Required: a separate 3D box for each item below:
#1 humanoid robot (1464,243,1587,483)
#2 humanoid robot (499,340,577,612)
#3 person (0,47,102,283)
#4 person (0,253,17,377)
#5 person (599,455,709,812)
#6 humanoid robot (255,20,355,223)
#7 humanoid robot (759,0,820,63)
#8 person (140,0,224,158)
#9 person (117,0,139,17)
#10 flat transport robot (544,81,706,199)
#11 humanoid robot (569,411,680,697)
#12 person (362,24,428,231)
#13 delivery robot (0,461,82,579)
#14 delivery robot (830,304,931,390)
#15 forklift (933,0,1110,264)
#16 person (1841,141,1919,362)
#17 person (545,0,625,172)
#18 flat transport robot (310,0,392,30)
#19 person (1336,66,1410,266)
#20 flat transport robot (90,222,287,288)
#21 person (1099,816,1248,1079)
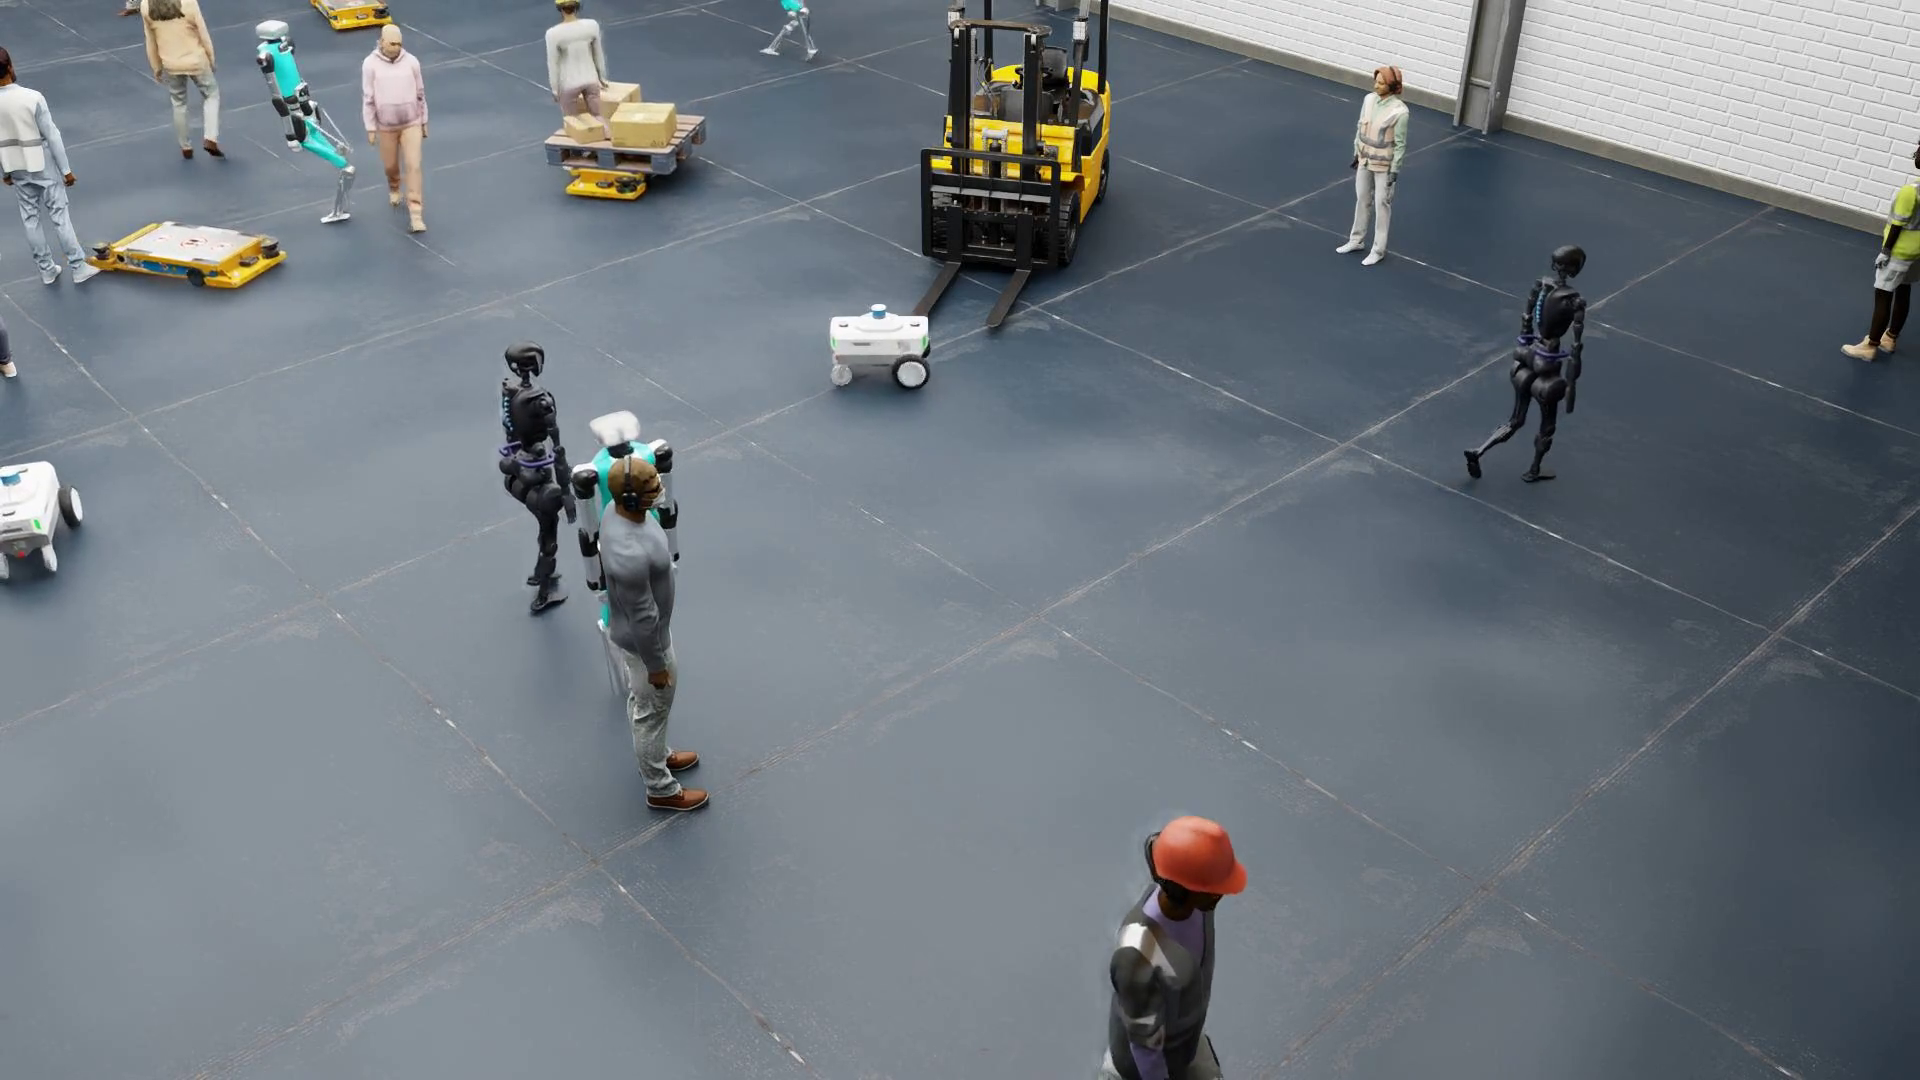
[{"bbox_3d":[3.640,-1.083,10.559,0.641,1.629,0.583,-12,35,-18],"label":"humanoid robot"},{"bbox_3d":[-2.410,-0.358,9.435,0.588,1.637,0.430,27,42,35],"label":"humanoid robot"},{"bbox_3d":[-7.371,-2.955,13.202,0.592,1.922,0.392,-1,33,-1],"label":"person"},{"bbox_3d":[-7.126,-1.933,11.687,0.428,1.859,0.808,19,38,27],"label":"person"},{"bbox_3d":[-1.486,0.445,7.960,0.373,1.939,0.628,-8,34,-12],"label":"person"},{"bbox_3d":[-5.505,-3.534,14.298,0.714,1.818,0.546,2,33,3],"label":"humanoid robot"},{"bbox_3d":[-1.843,-6.128,18.276,0.999,1.782,0.530,16,36,23],"label":"humanoid robot"},{"bbox_3d":[-7.288,-4.475,15.590,0.579,1.862,0.509,-4,33,-5],"label":"person"},{"bbox_3d":[-9.834,-7.132,19.892,0.799,1.619,0.473,-27,42,-35],"label":"person"},{"bbox_3d":[-3.105,-3.550,15.630,0.659,0.231,1.431,7,34,11],"label":"flat transport robot"},{"bbox_3d":[-1.791,0.103,8.752,0.537,1.883,0.682,-20,38,-28],"label":"humanoid robot"},{"bbox_3d":[-4.861,-3.596,14.347,0.555,1.747,0.794,-13,35,-19],"label":"person"},{"bbox_3d":[-5.726,-0.169,10.169,0.499,0.592,0.791,-10,34,-15],"label":"delivery robot"},{"bbox_3d":[-0.577,-1.425,12.095,0.788,0.587,0.499,0,33,-1],"label":"delivery robot"},{"bbox_3d":[0.570,-3.725,14.138,1.214,2.155,2.313,9,34,13],"label":"forklift"},{"bbox_3d":[6.888,-2.124,12.134,0.535,1.694,0.320,-20,38,-28],"label":"person"},{"bbox_3d":[-3.470,-4.180,15.242,0.537,1.751,0.610,-23,39,-30],"label":"person"},{"bbox_3d":[-7.387,-6.464,20.109,0.659,0.231,1.431,-17,37,-25],"label":"flat transport robot"},{"bbox_3d":[3.417,-3.076,13.641,0.304,1.639,0.521,-18,37,-25],"label":"person"},{"bbox_3d":[-6.420,-2.378,13.828,1.431,0.231,0.659,10,34,15],"label":"flat transport robot"},{"bbox_3d":[0.772,1.780,5.862,0.995,1.991,0.609,22,39,30],"label":"person"}]
